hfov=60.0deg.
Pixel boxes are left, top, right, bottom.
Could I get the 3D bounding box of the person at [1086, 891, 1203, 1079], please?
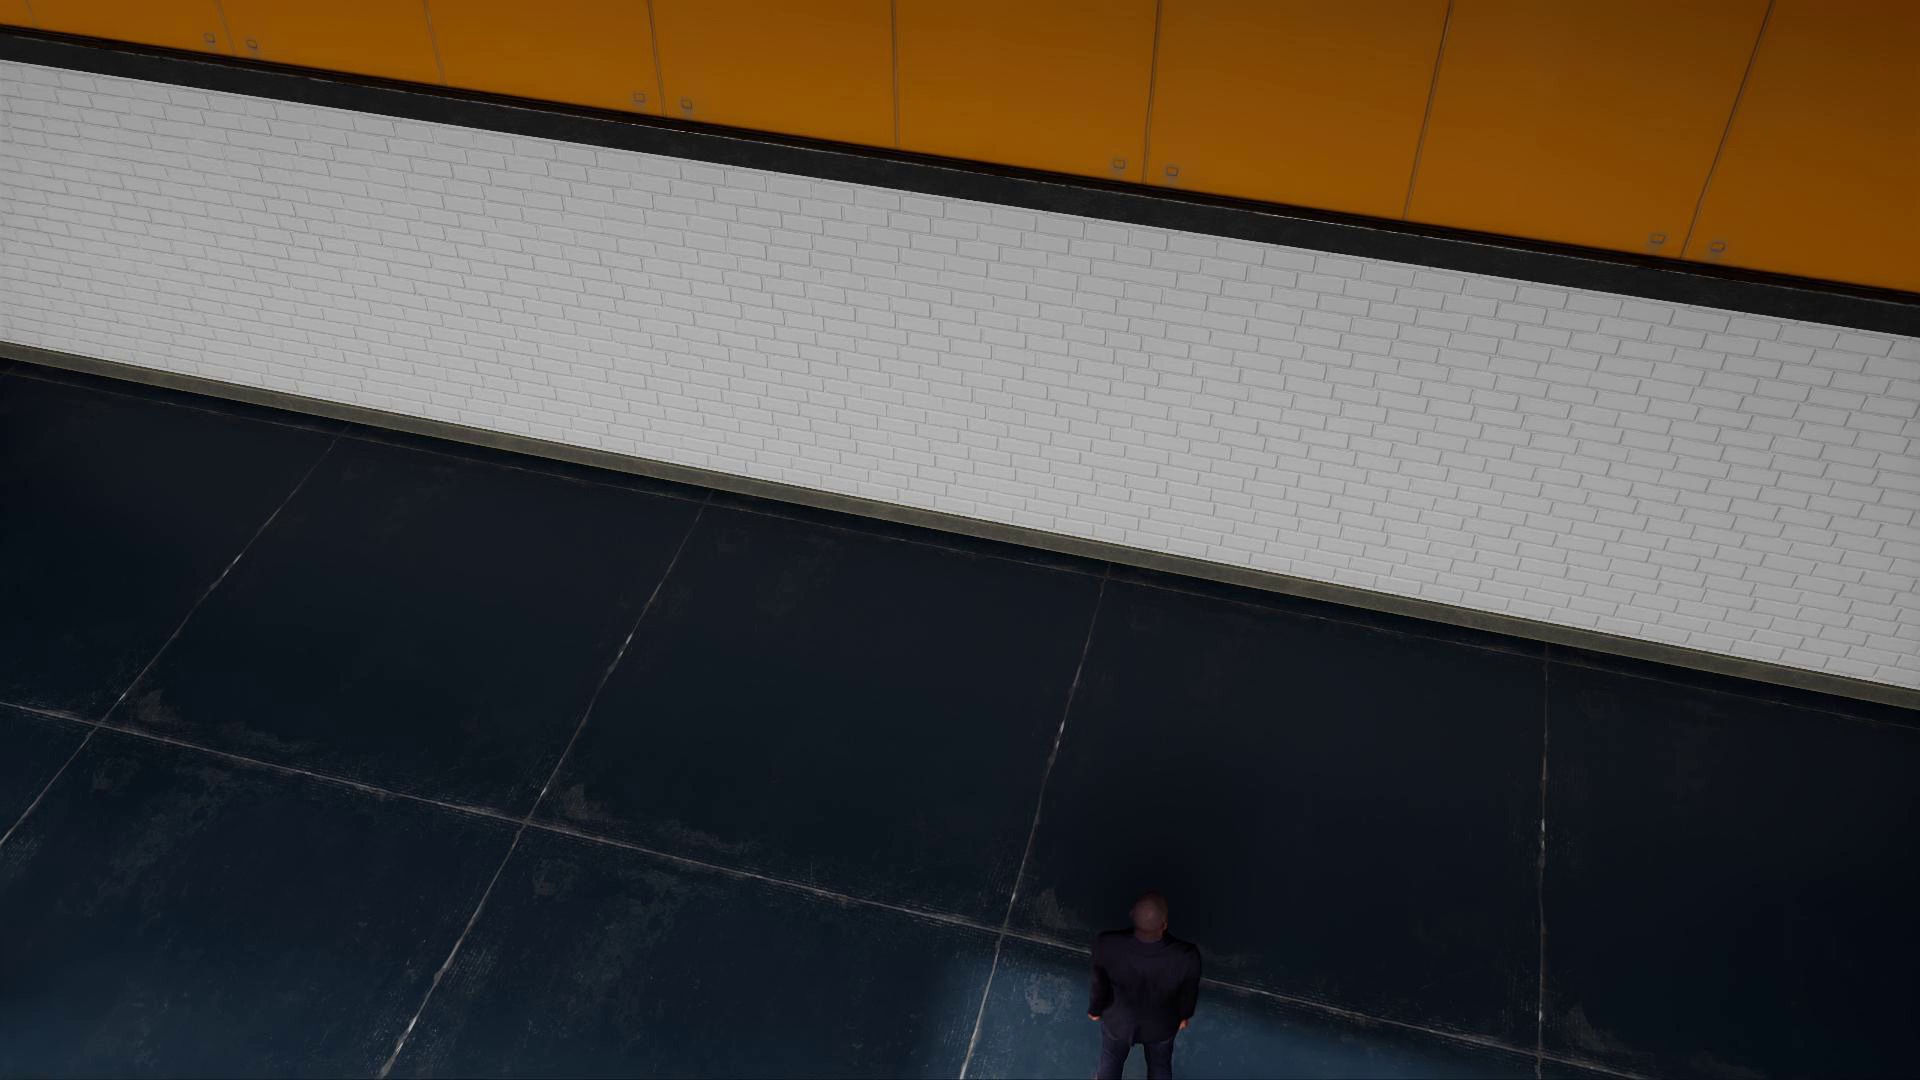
[{"bbox_3d":[0.883,2.338,8.182,0.709,1.818,0.630,6,44,6],"label":"person"}]
